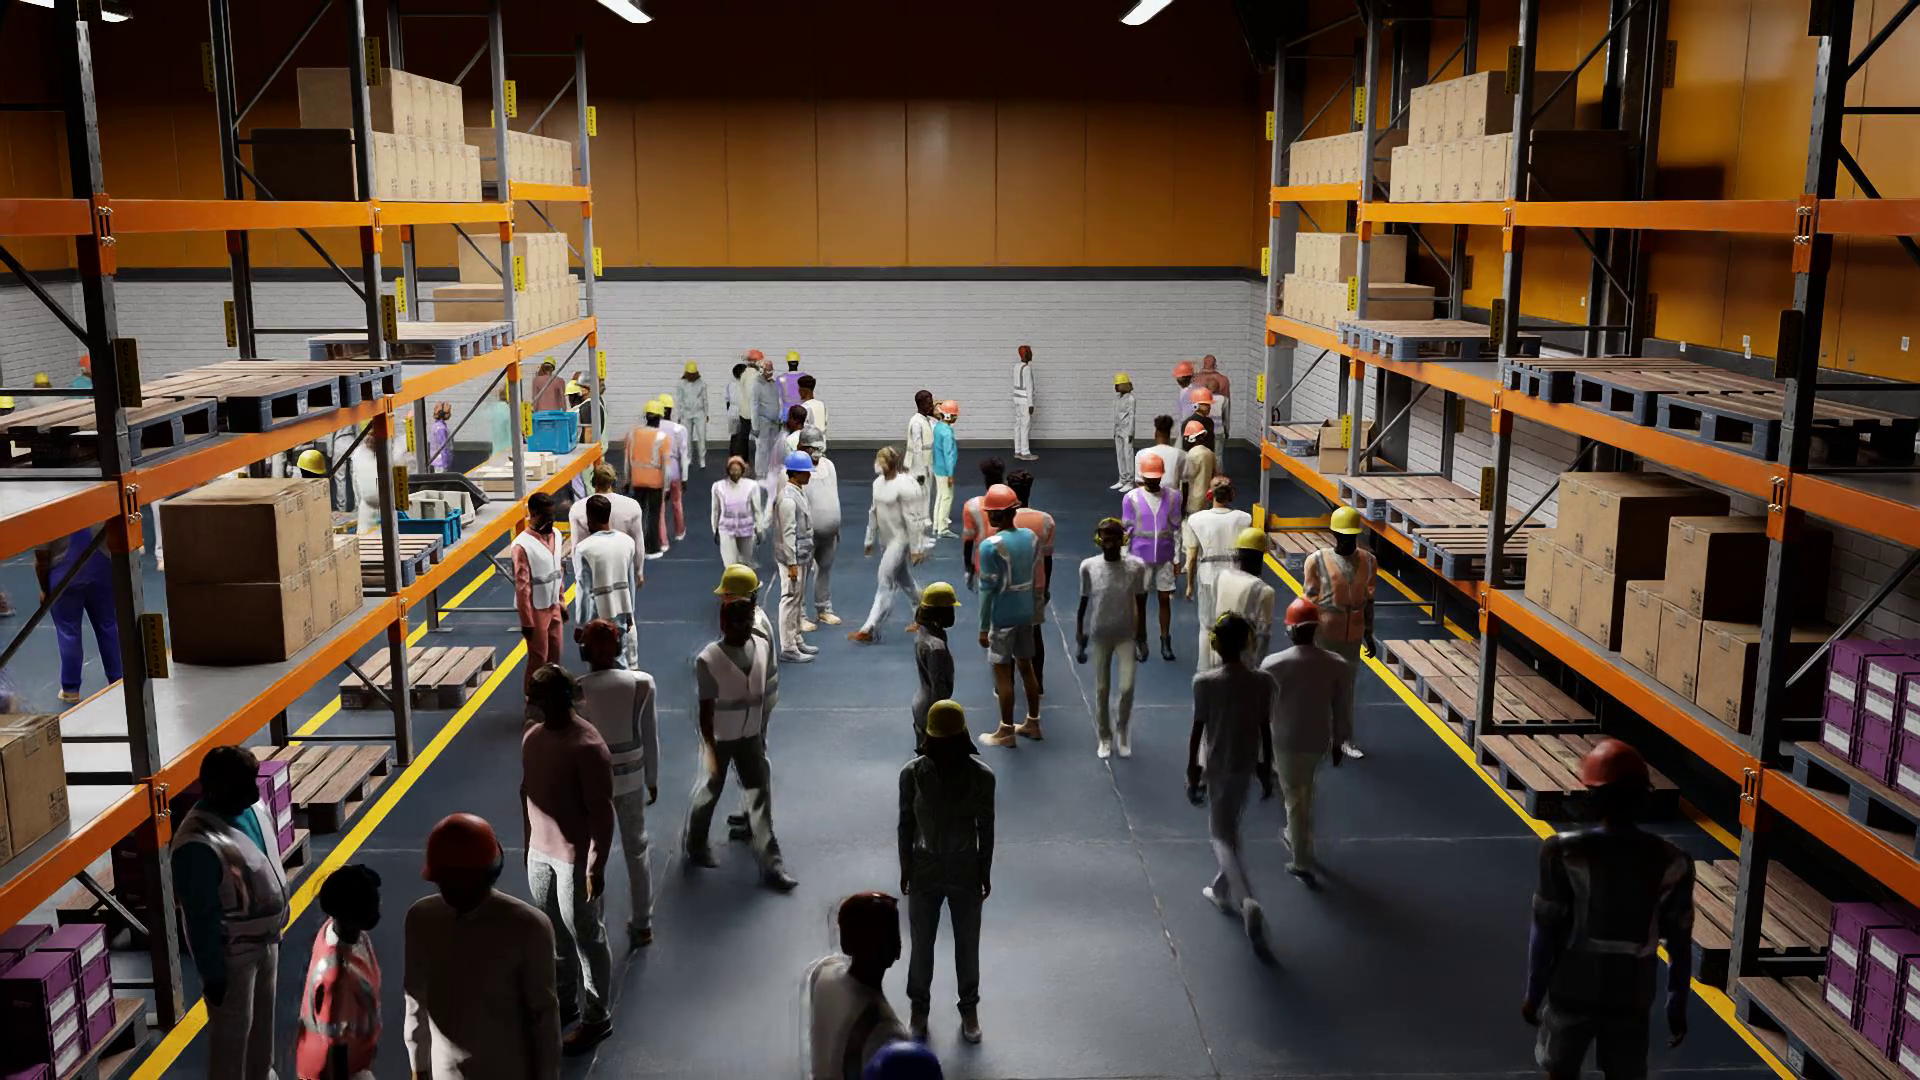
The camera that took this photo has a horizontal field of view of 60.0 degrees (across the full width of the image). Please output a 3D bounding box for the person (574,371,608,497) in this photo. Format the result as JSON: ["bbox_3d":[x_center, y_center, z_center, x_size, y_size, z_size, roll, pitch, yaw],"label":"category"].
[{"bbox_3d":[-4.824,-1.173,21.516,0.539,2.000,0.688,0,11,0],"label":"person"}]

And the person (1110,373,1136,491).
[{"bbox_3d":[2.382,-1.581,24.342,0.318,1.733,0.490,-6,13,-26],"label":"person"}]

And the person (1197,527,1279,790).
[{"bbox_3d":[2.037,0.834,11.910,0.978,1.866,0.596,-10,15,-42],"label":"person"}]

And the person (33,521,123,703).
[{"bbox_3d":[-7.404,0.334,13.955,0.681,2.000,0.538,-10,15,-41],"label":"person"}]

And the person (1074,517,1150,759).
[{"bbox_3d":[1.132,0.737,12.405,0.574,1.849,0.451,1,11,6],"label":"person"}]

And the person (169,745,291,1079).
[{"bbox_3d":[-3.157,1.773,7.287,0.429,1.831,0.632,0,11,1],"label":"person"}]

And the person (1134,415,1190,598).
[{"bbox_3d":[2.154,-0.388,17.915,0.627,1.900,1.022,-1,11,-3],"label":"person"}]

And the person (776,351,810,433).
[{"bbox_3d":[-2.571,-1.980,25.871,0.588,1.918,0.389,-3,12,-15],"label":"person"}]

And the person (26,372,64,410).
[{"bbox_3d":[-13.407,-1.604,24.457,0.500,1.725,0.576,-5,12,-24],"label":"person"}]

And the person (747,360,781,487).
[{"bbox_3d":[-2.868,-1.732,24.692,0.399,1.896,0.656,5,13,26],"label":"person"}]

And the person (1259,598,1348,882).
[{"bbox_3d":[2.069,1.203,10.391,0.575,1.715,0.809,-3,12,-15],"label":"person"}]

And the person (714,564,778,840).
[{"bbox_3d":[-1.401,1.052,10.918,0.404,1.824,0.586,-3,12,-14],"label":"person"}]

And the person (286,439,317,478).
[{"bbox_3d":[-8.484,-0.987,21.510,0.390,1.672,0.545,4,12,19],"label":"person"}]

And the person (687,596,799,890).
[{"bbox_3d":[-1.395,1.212,10.173,0.955,1.805,0.582,11,15,43],"label":"person"}]

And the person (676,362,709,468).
[{"bbox_3d":[-4.252,-1.984,26.453,0.511,1.693,0.742,-2,11,-11],"label":"person"}]

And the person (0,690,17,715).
[{"bbox_3d":[-7.832,0.622,12.746,0.640,1.956,0.915,5,12,23],"label":"person"}]

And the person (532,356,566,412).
[{"bbox_3d":[-6.604,-2.078,26.783,0.533,1.753,0.342,-2,11,-9],"label":"person"}]

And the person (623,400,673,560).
[{"bbox_3d":[-3.653,-0.672,19.378,0.643,1.889,0.645,4,12,18],"label":"person"}]

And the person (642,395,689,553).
[{"bbox_3d":[-3.570,-0.828,20.186,0.588,1.870,0.987,-1,11,-5],"label":"person"}]

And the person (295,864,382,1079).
[{"bbox_3d":[-2.456,2.028,6.444,0.764,1.660,0.565,-4,12,-18],"label":"person"}]

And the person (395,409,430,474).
[{"bbox_3d":[-6.459,-0.688,19.803,0.572,1.748,0.342,9,14,38],"label":"person"}]

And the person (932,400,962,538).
[{"bbox_3d":[-0.160,-0.888,20.846,0.354,1.737,0.575,-3,12,-13],"label":"person"}]

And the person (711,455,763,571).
[{"bbox_3d":[-2.316,-0.104,17.244,0.521,1.606,0.764,-2,12,-12],"label":"person"}]

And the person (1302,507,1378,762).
[{"bbox_3d":[2.838,0.697,12.421,0.584,1.928,0.367,-3,12,-14],"label":"person"}]

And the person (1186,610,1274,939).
[{"bbox_3d":[1.572,1.336,9.479,0.538,1.841,0.813,-3,12,-17],"label":"person"}]

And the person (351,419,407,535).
[{"bbox_3d":[-6.216,-0.357,17.808,0.640,1.886,0.425,1,11,5],"label":"person"}]

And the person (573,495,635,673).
[{"bbox_3d":[-2.765,0.593,13.007,0.409,1.907,0.598,7,13,31],"label":"person"}]

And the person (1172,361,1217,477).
[{"bbox_3d":[3.285,-1.555,23.599,1.078,1.981,0.658,-4,12,-19],"label":"person"}]

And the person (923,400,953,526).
[{"bbox_3d":[-0.307,-1.013,21.722,0.514,1.641,0.309,-7,13,-31],"label":"person"}]

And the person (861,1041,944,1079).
[{"bbox_3d":[-0.130,2.236,4.721,0.625,1.924,0.627,0,11,1],"label":"person"}]

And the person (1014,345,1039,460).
[{"bbox_3d":[1.069,-2.262,27.369,0.355,1.884,0.575,-4,12,-21],"label":"person"}]
